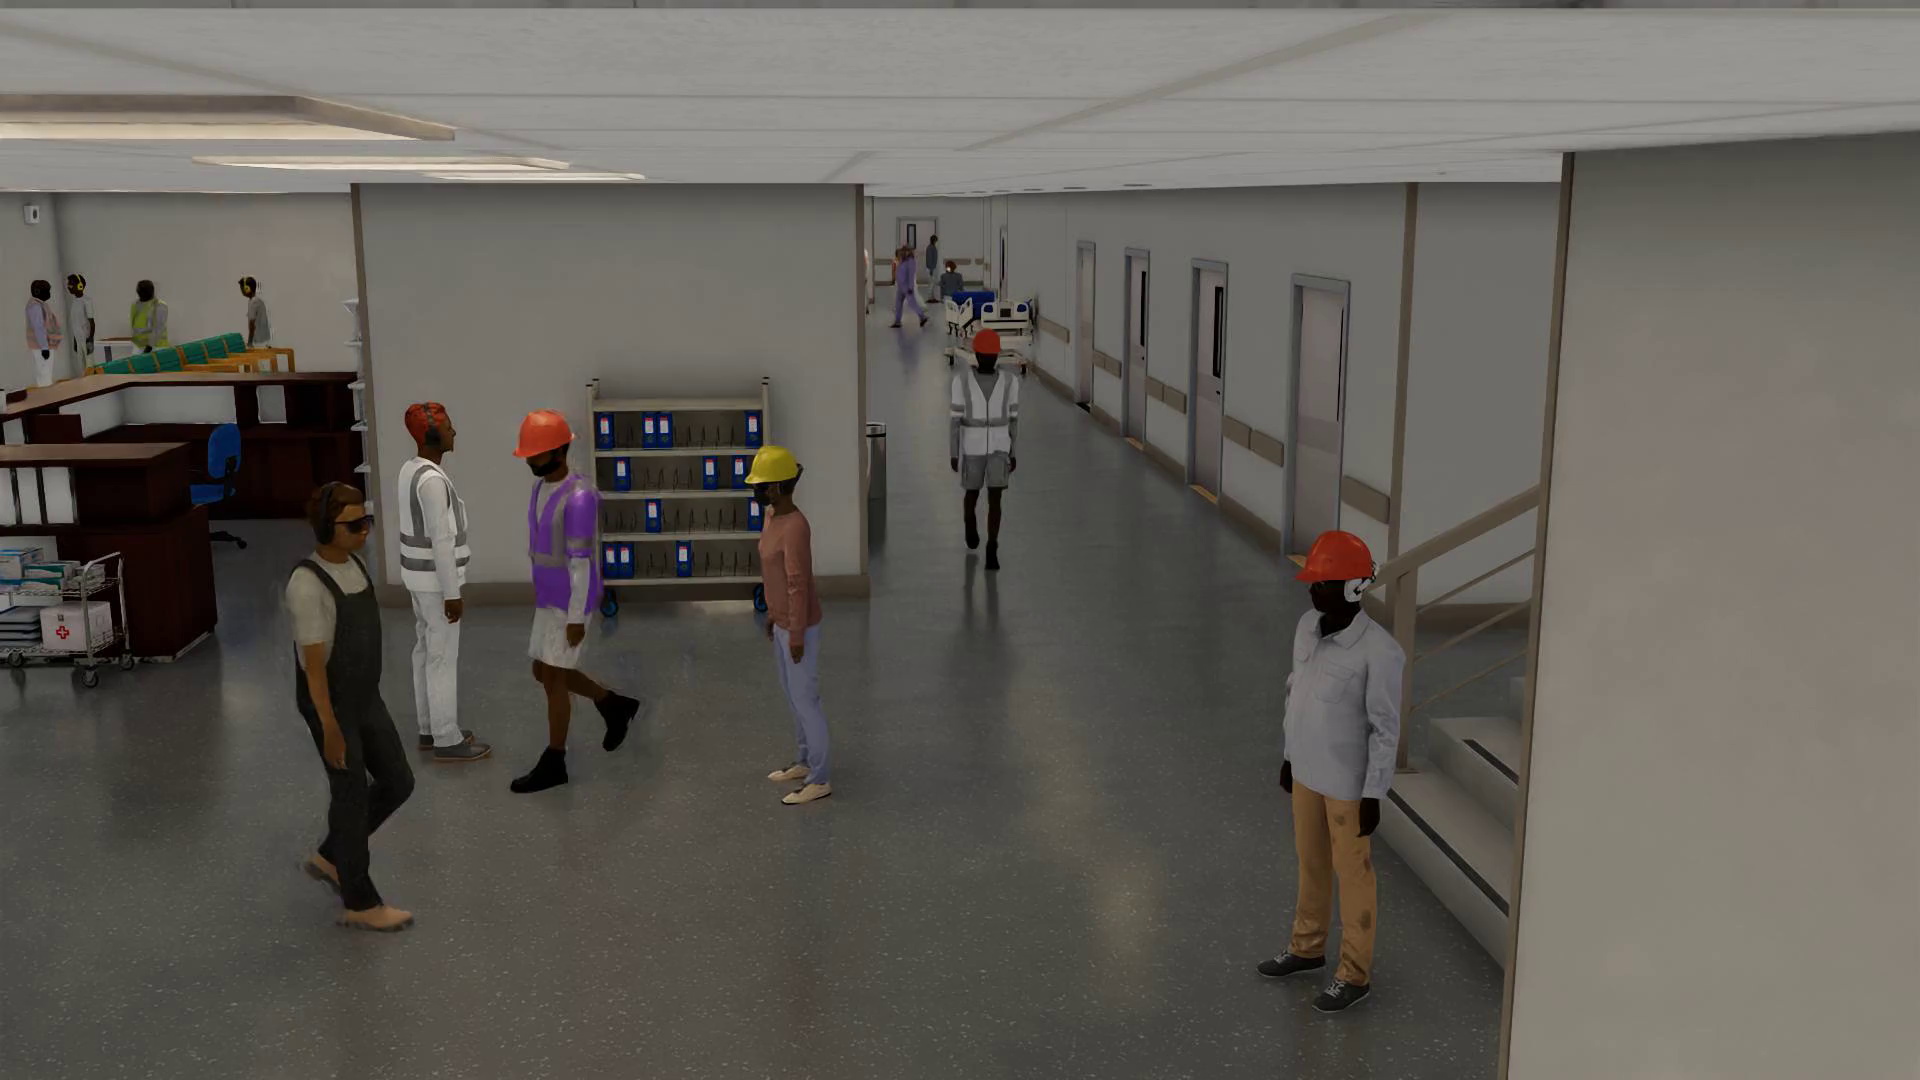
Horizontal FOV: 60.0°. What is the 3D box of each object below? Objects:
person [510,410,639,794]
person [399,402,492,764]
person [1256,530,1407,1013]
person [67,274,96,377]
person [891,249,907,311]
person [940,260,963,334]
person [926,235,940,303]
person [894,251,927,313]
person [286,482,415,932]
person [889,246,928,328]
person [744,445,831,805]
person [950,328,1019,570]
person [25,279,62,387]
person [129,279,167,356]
[{"bbox_3d":[-1.959,0.280,8.325,0.700,1.905,0.550,-10,15,-39],"label":"person"},{"bbox_3d":[-2.715,0.221,8.663,0.355,1.884,0.575,-7,14,-31],"label":"person"},{"bbox_3d":[1.339,0.826,6.025,0.327,1.753,0.563,-6,13,-25],"label":"person"},{"bbox_3d":[-12.426,-2.820,23.562,0.515,1.872,0.328,9,14,37],"label":"person"},{"bbox_3d":[-1.590,-6.857,43.879,0.546,1.634,0.314,-11,16,-42],"label":"person"},{"bbox_3d":[-0.182,-5.318,36.404,0.515,1.612,0.567,1,12,6],"label":"person"},{"bbox_3d":[-0.781,-7.688,47.224,0.384,1.928,0.636,2,12,8],"label":"person"},{"bbox_3d":[-1.257,-6.686,43.121,0.862,1.595,0.526,-1,12,-7],"label":"person"},{"bbox_3d":[-2.428,0.674,6.574,0.416,1.830,0.525,2,12,10],"label":"person"},{"bbox_3d":[-1.187,-5.818,38.211,0.880,1.881,0.653,-7,14,-32],"label":"person"},{"bbox_3d":[-0.846,0.406,8.103,0.382,1.756,0.536,-4,12,-17],"label":"person"},{"bbox_3d":[0.190,-0.764,13.418,0.557,1.918,0.813,-1,12,-5],"label":"person"},{"bbox_3d":[-12.480,-2.625,22.696,0.430,1.839,0.619,-6,13,-27],"label":"person"},{"bbox_3d":[-11.257,-2.681,23.001,0.638,1.828,0.523,5,13,23],"label":"person"}]
